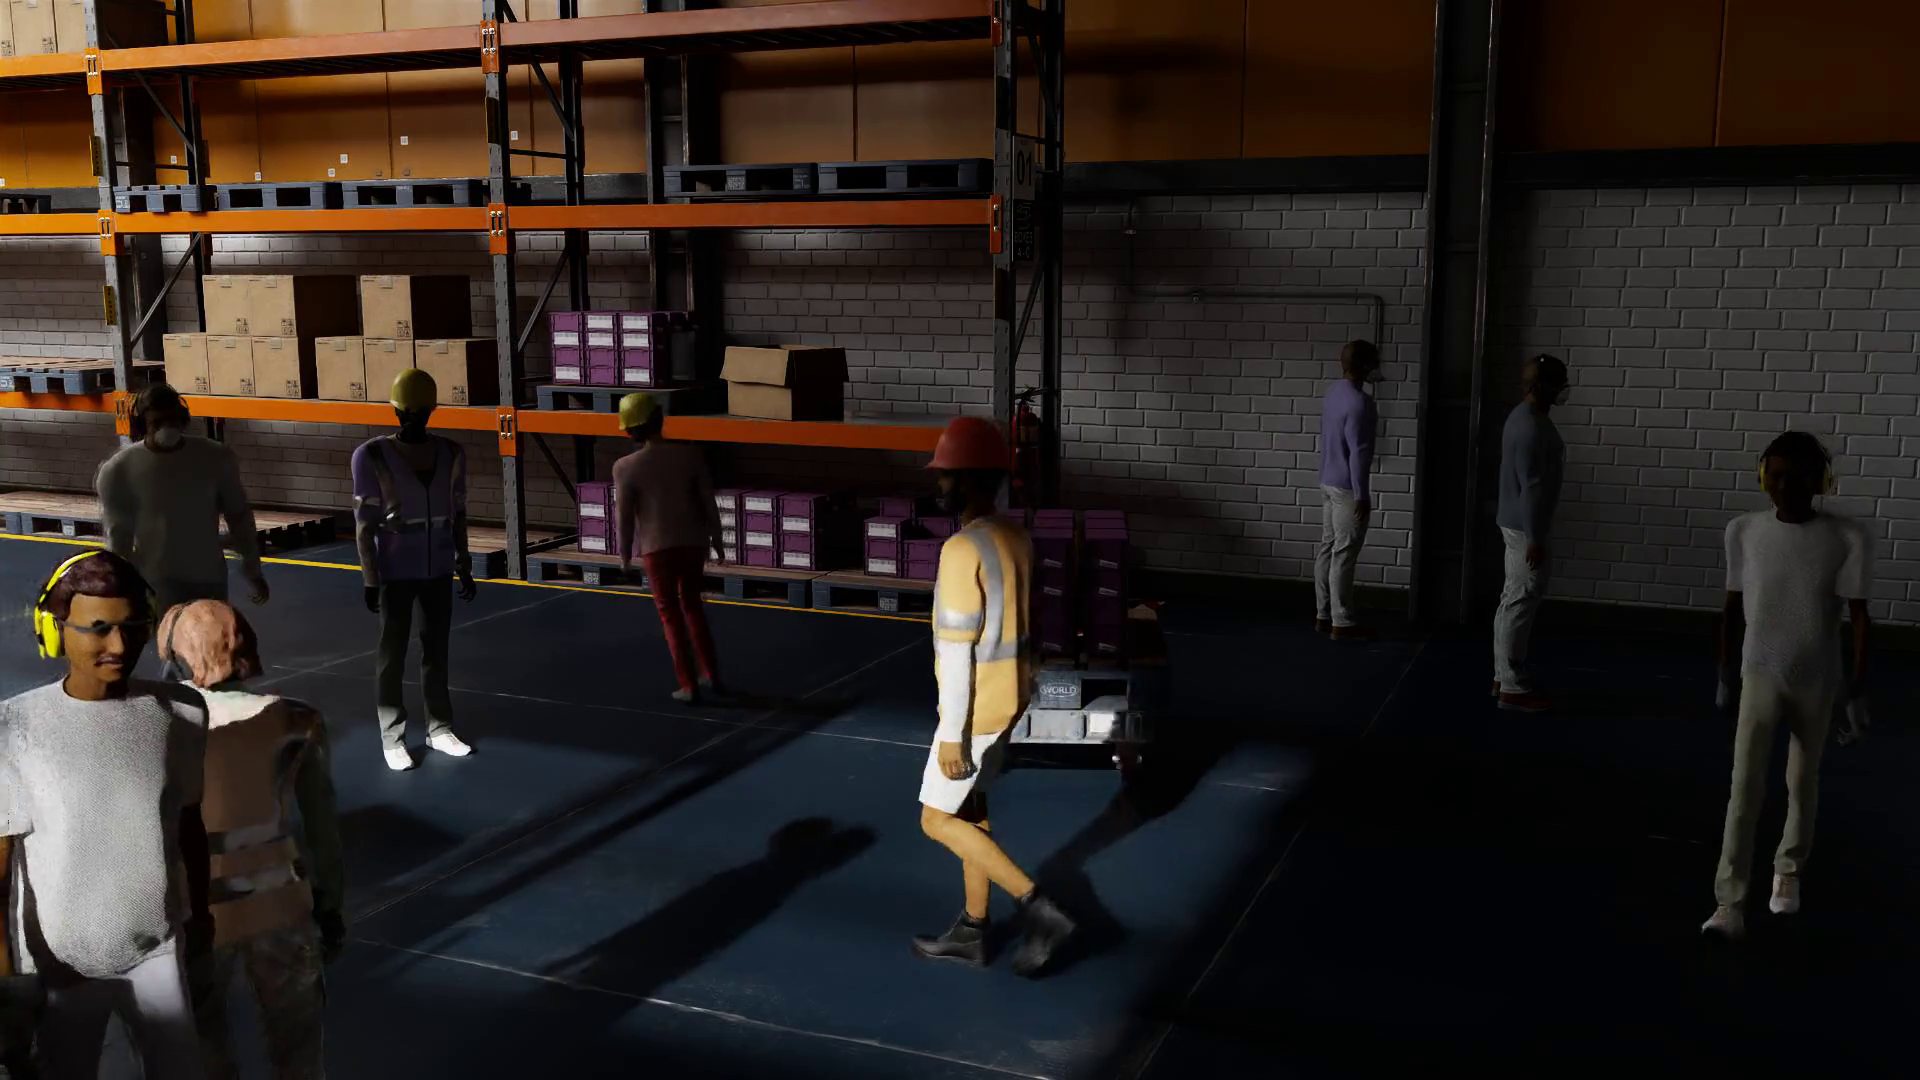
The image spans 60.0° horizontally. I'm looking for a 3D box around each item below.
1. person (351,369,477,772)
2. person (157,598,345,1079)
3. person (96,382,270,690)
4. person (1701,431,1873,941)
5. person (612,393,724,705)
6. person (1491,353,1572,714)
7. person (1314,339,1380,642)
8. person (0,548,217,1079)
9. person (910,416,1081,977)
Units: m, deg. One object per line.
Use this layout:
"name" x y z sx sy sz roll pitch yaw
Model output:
"person" -2.613 0.134 8.031 0.383 1.920 0.585 9 13 43
"person" -1.804 0.944 4.134 0.531 1.595 0.634 -6 11 -30
"person" -3.718 0.181 7.872 1.029 1.891 0.643 7 12 38
"person" 2.954 0.532 5.928 0.544 1.821 0.948 6 11 34
"person" -1.599 0.051 9.123 0.590 1.713 0.450 -6 11 -32
"person" 3.099 -0.044 9.038 0.355 1.938 0.637 2 10 14
"person" 2.499 -0.324 10.731 0.374 1.936 0.628 -1 10 -6
"person" -1.881 0.915 3.653 0.530 1.826 0.921 -9 13 -42
"person" 0.103 0.547 5.559 0.553 1.918 0.558 4 10 24
